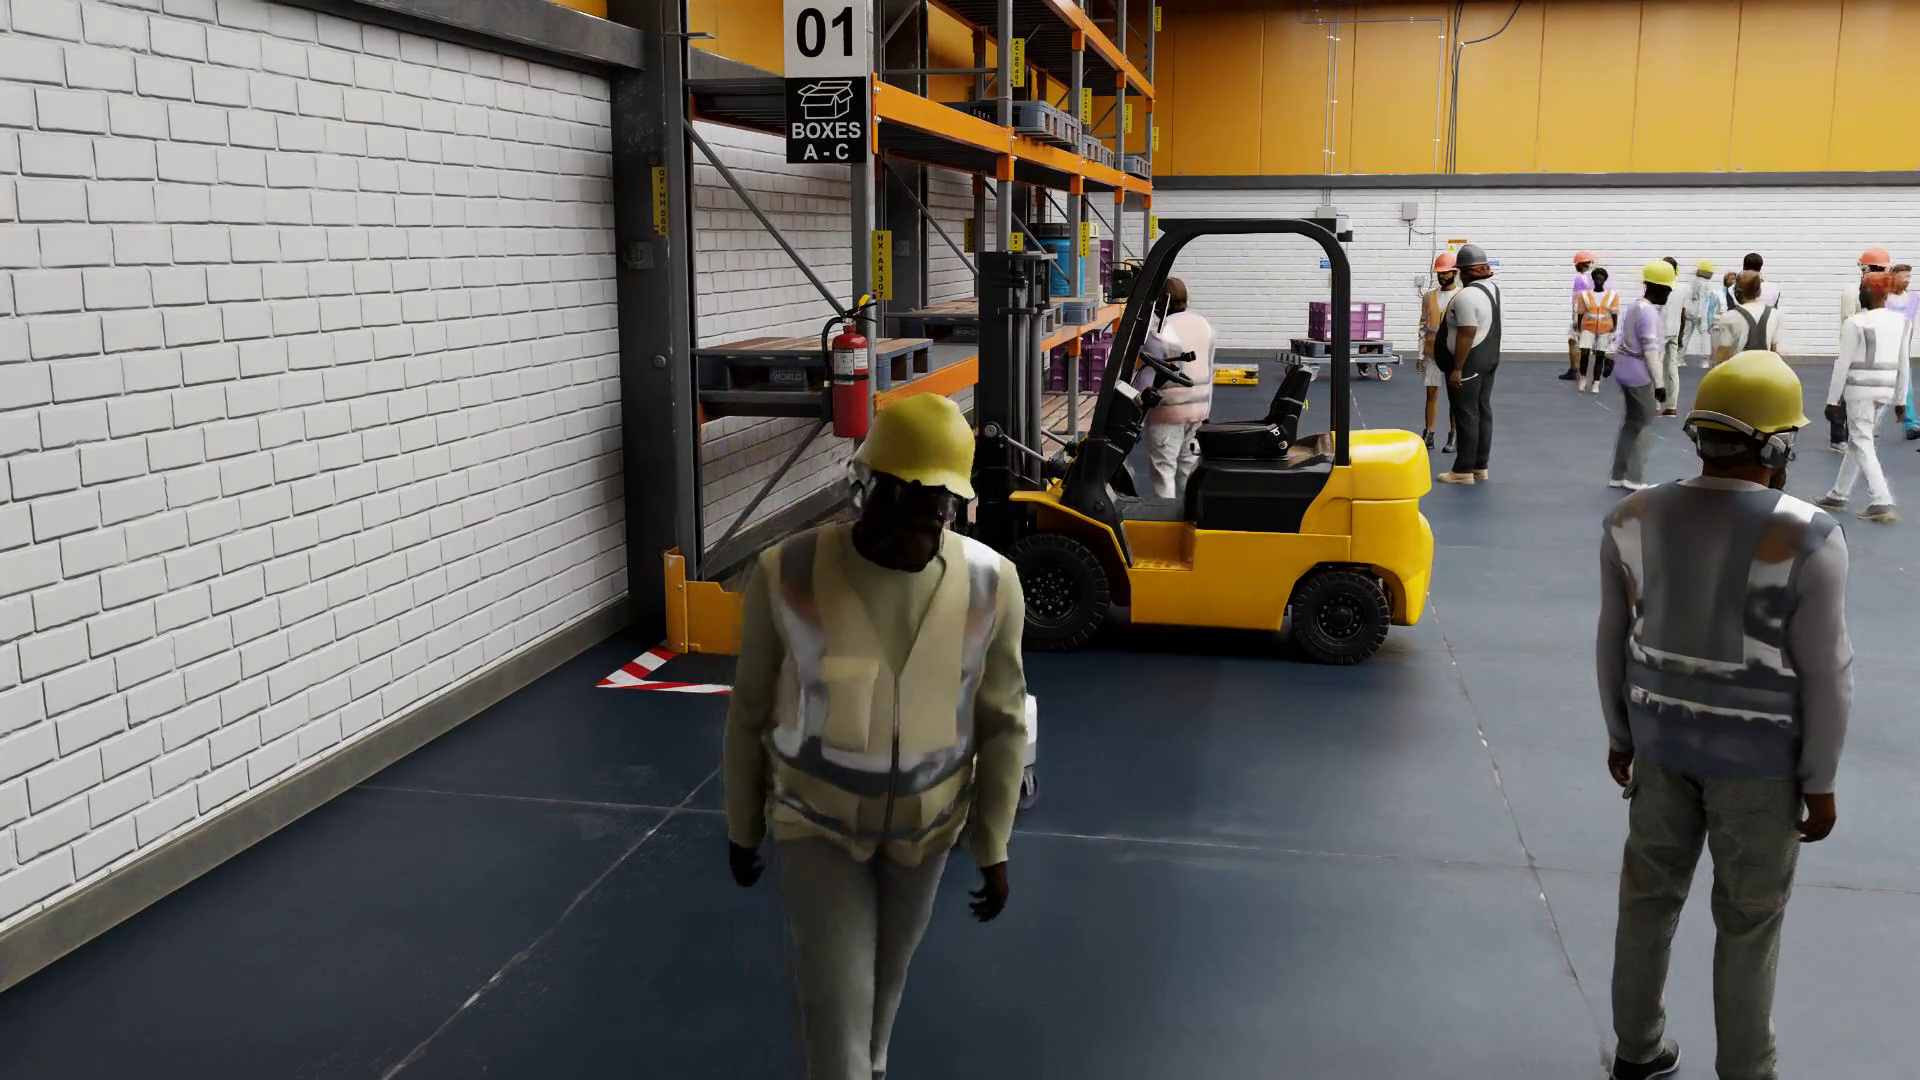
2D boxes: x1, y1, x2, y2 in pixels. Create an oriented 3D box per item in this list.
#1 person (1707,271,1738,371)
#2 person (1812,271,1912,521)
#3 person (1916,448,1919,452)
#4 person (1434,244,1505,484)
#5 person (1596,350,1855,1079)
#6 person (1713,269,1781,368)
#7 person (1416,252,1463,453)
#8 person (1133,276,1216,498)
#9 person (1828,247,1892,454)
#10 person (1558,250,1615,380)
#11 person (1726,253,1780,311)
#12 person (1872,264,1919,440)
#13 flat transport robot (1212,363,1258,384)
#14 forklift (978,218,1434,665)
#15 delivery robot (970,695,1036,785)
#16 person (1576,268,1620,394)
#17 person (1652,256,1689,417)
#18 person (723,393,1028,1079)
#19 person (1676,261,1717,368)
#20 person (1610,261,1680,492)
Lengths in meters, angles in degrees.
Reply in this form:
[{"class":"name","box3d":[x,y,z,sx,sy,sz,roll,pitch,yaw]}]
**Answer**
[{"class":"person","box3d":[11.134,-3.115,24.219,0.513,1.605,0.799,3,11,17]},{"class":"person","box3d":[6.757,-1.077,12.408,0.594,1.845,0.895,-3,11,-18]},{"class":"person","box3d":[9.589,-1.773,16.054,0.639,1.902,0.407,-4,11,-23]},{"class":"person","box3d":[4.315,-1.507,14.207,0.535,2.000,0.684,9,14,40]},{"class":"person","box3d":[1.792,0.474,3.915,0.403,1.834,0.587,-8,13,-37]},{"class":"person","box3d":[6.310,-1.248,13.349,0.541,1.832,0.588,-1,10,-3]},{"class":"person","box3d":[4.700,-1.814,16.175,0.552,1.937,0.356,8,13,38]},{"class":"person","box3d":[1.396,-0.804,10.935,0.655,1.835,0.434,-9,14,-41]},{"class":"person","box3d":[8.743,-1.828,16.097,0.623,1.989,0.400,-6,12,-31]},{"class":"person","box3d":[9.109,-3.244,24.095,0.552,1.910,0.754,-8,13,-37]},{"class":"person","box3d":[8.433,-2.100,17.790,0.587,1.920,0.390,-1,10,-6]},{"class":"person","box3d":[9.646,-1.927,17.132,0.599,1.802,0.939,-1,10,-7]},{"class":"flat transport robot","box3d":[3.969,-2.407,23.993,0.652,0.197,1.431,2,11,10]},{"class":"forklift","box3d":[1.285,-0.567,8.635,2.313,2.155,1.214,2,11,11]},{"class":"delivery robot","box3d":[-0.047,0.699,5.933,0.477,0.478,0.707,9,14,42]},{"class":"person","box3d":[8.496,-2.780,22.185,0.539,1.682,0.412,3,11,18]},{"class":"person","box3d":[8.174,-2.350,19.320,0.521,1.865,0.328,-2,11,-13]},{"class":"person","box3d":[-0.164,0.587,3.435,0.616,1.781,0.840,-3,11,-15]},{"class":"person","box3d":[11.866,-3.605,26.665,0.608,1.707,0.601,0,10,2]},{"class":"person","box3d":[5.586,-1.321,13.590,0.435,1.897,0.609,3,11,15]}]
